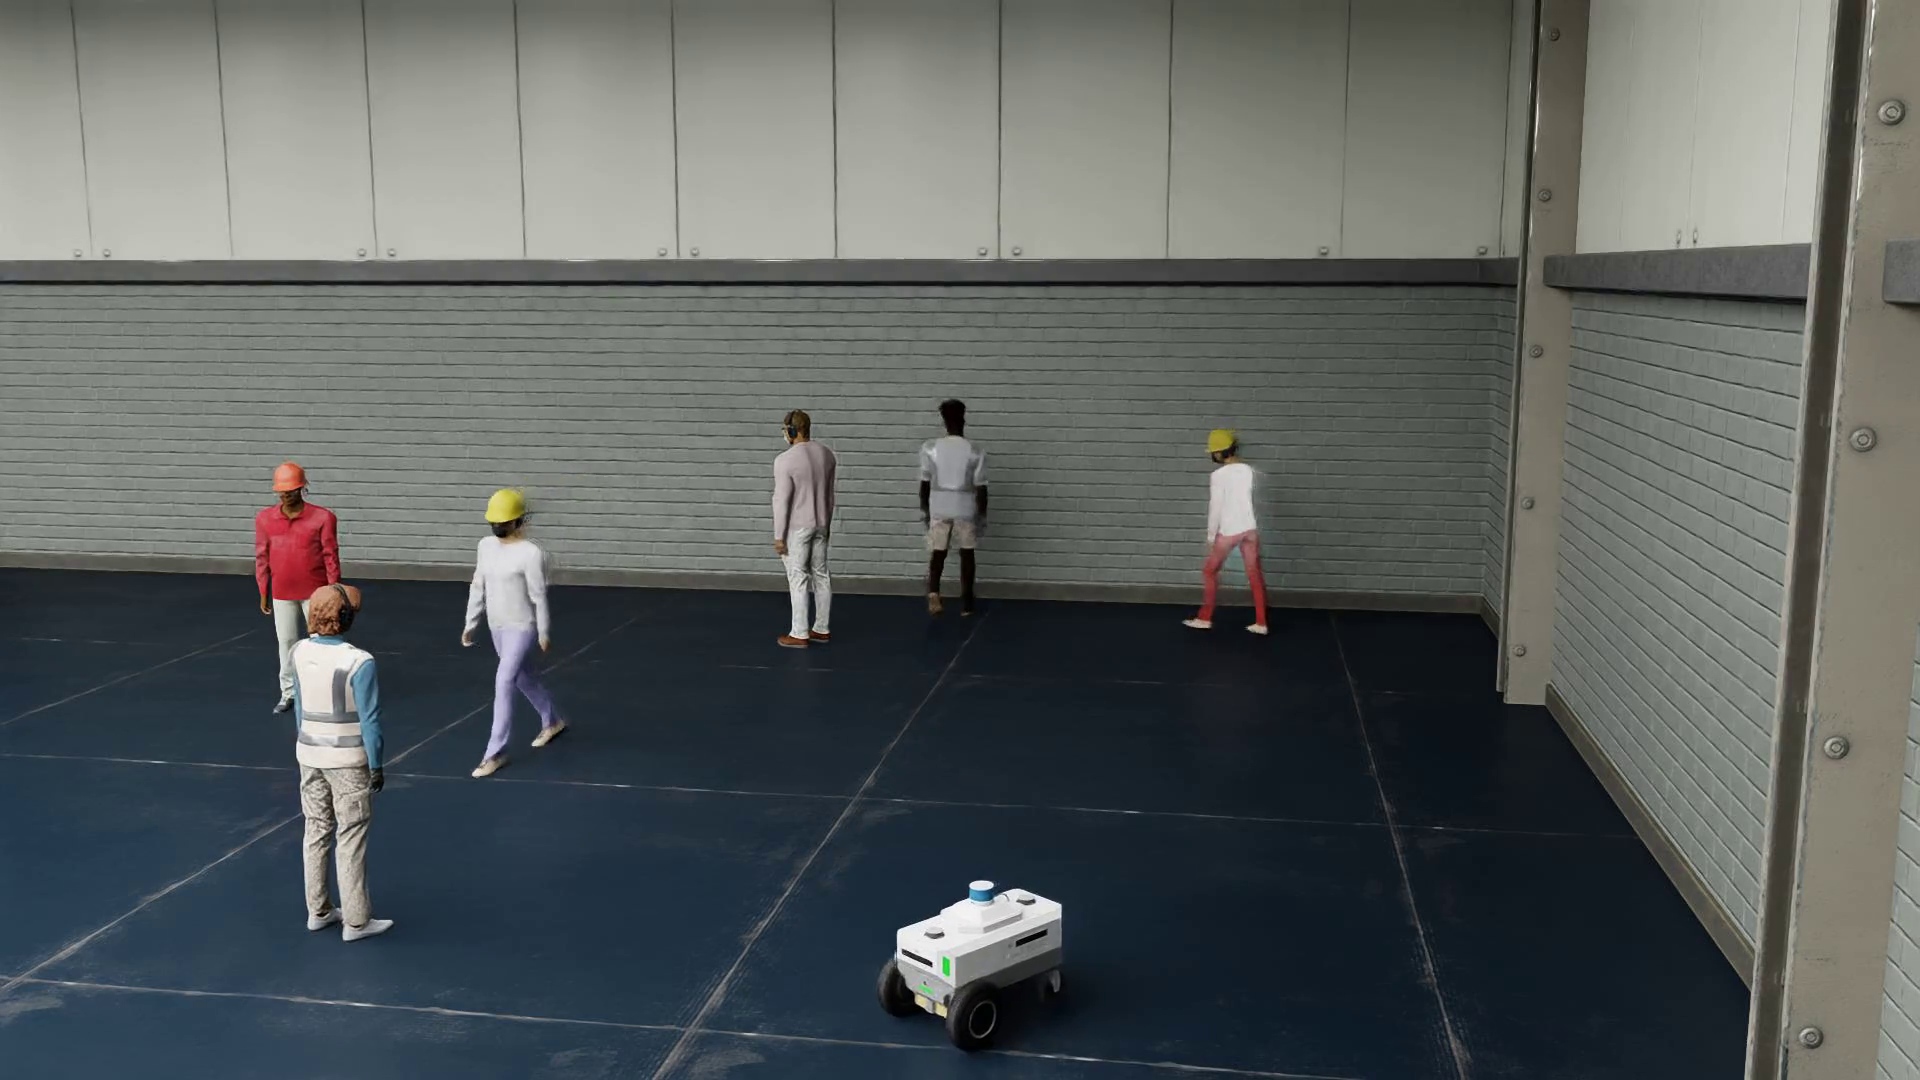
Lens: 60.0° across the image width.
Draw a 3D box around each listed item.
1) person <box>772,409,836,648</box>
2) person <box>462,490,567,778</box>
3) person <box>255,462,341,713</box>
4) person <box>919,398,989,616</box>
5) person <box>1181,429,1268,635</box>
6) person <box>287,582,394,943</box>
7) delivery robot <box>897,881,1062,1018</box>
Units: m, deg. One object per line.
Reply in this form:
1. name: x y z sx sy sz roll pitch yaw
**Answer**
1. person: -1.261 -0.085 13.387 0.376 1.930 0.632 8 12 40
2. person: -2.728 0.528 10.250 0.529 1.723 0.861 7 11 36
3. person: -4.533 0.331 11.376 0.568 1.744 0.358 -1 9 -3
4. person: -0.053 -0.263 14.448 0.615 1.941 0.704 2 9 10
5. person: 2.232 -0.060 13.869 0.538 1.712 0.698 -7 12 -37
6. person: -2.830 1.006 7.561 0.513 1.631 0.312 5 10 26
7. delivery robot: 0.089 1.627 6.745 0.707 0.478 0.477 -9 13 -43
